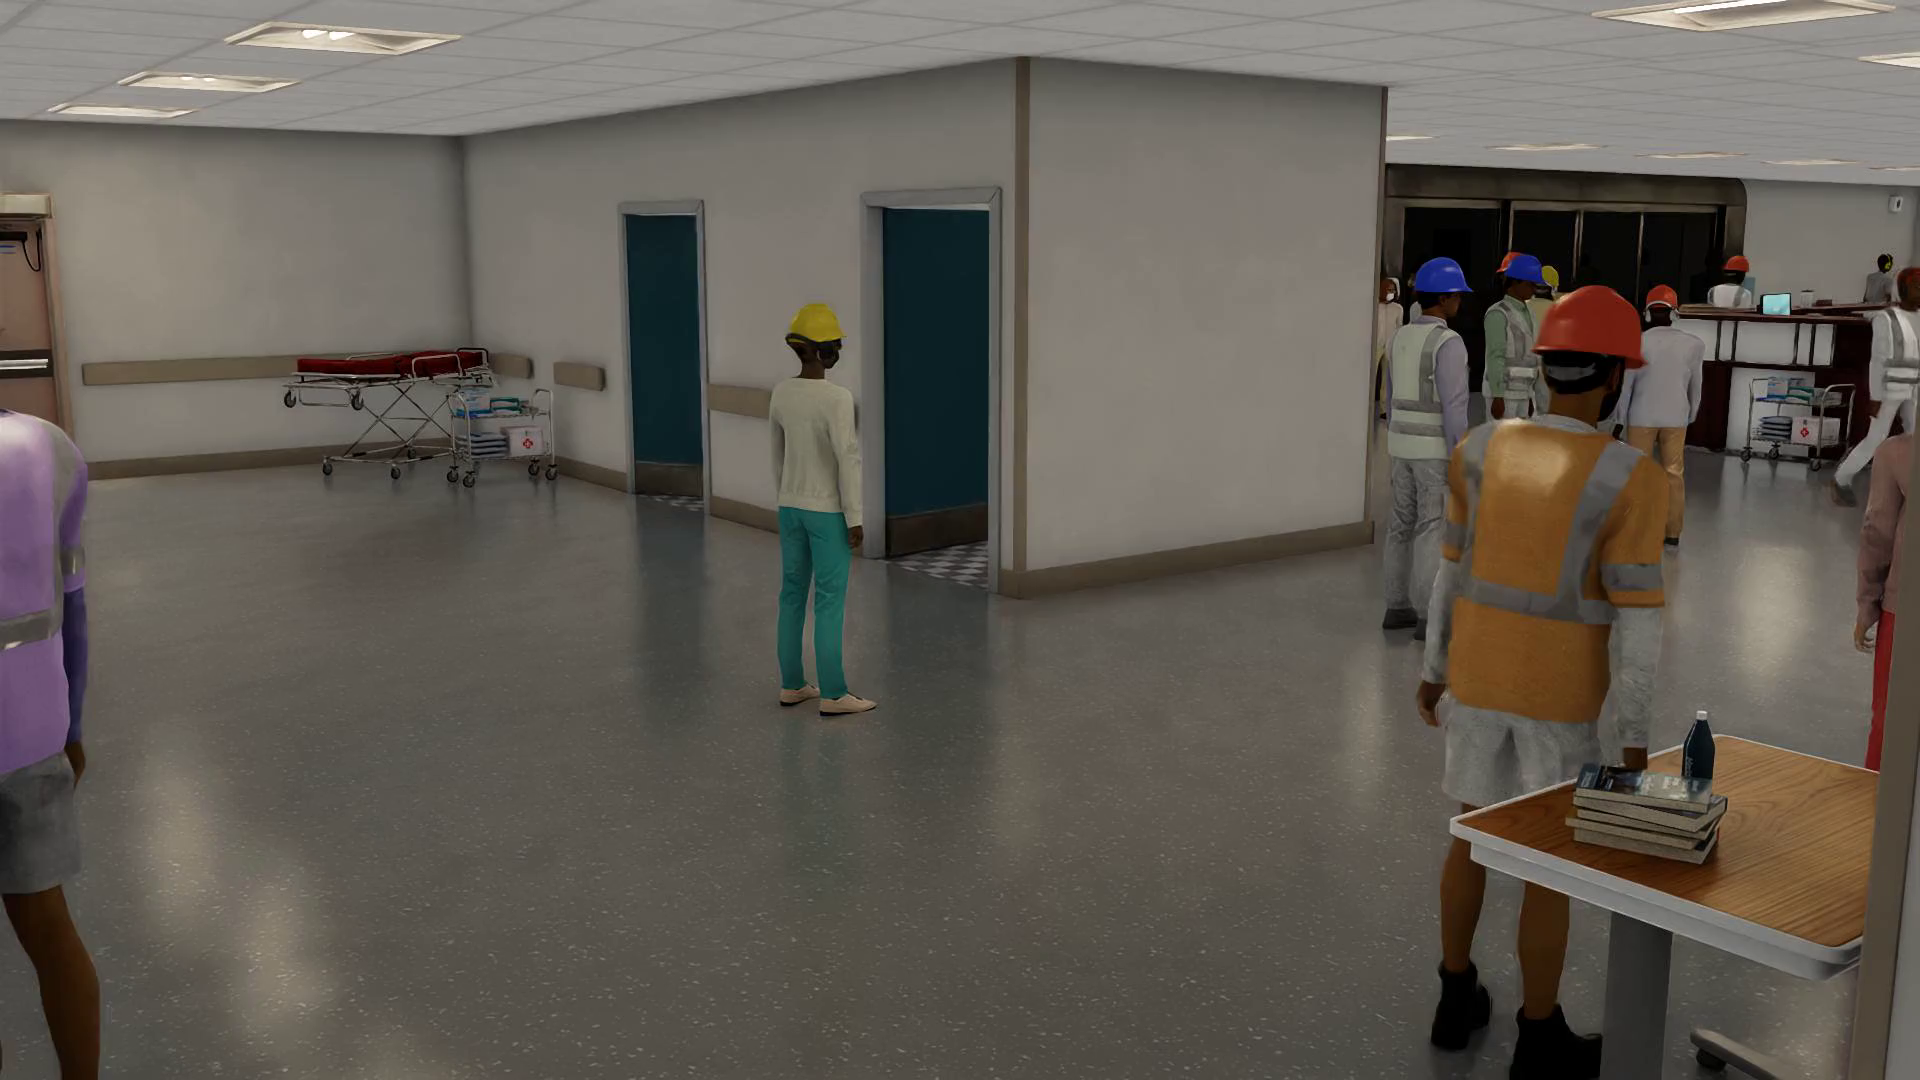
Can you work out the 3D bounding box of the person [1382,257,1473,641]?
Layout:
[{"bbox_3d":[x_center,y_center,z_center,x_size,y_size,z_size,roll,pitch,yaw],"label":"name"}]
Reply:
[{"bbox_3d":[2.401,-0.462,8.530,0.389,1.949,0.603,-3,11,-18],"label":"person"}]

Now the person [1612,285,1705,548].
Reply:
[{"bbox_3d":[4.621,-0.815,11.062,0.564,1.747,0.339,1,10,5],"label":"person"}]

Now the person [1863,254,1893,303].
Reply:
[{"bbox_3d":[14.510,-3.580,26.266,0.399,1.852,0.560,-2,10,-13],"label":"person"}]

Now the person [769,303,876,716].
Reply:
[{"bbox_3d":[-0.608,-0.128,7.161,0.525,1.772,0.309,9,14,42],"label":"person"}]

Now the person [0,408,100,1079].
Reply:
[{"bbox_3d":[-2.053,0.414,3.412,0.410,2.032,0.609,3,11,15],"label":"person"}]

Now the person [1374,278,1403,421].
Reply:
[{"bbox_3d":[4.821,-2.161,18.969,0.504,1.627,0.285,-3,10,-14],"label":"person"}]

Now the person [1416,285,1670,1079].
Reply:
[{"bbox_3d":[1.401,0.354,4.050,0.433,1.926,0.637,-9,14,-42],"label":"person"}]

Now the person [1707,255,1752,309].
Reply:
[{"bbox_3d":[8.642,-2.260,18.790,0.980,1.898,0.562,-7,12,-35],"label":"person"}]

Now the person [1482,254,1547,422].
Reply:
[{"bbox_3d":[3.904,-1.040,11.785,0.394,1.943,0.602,8,13,39],"label":"person"}]

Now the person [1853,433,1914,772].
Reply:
[{"bbox_3d":[3.027,0.242,5.099,0.522,1.768,0.314,7,12,34],"label":"person"}]

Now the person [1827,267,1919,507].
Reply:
[{"bbox_3d":[6.960,-1.106,12.415,0.582,1.855,0.886,-3,11,-16],"label":"person"}]
